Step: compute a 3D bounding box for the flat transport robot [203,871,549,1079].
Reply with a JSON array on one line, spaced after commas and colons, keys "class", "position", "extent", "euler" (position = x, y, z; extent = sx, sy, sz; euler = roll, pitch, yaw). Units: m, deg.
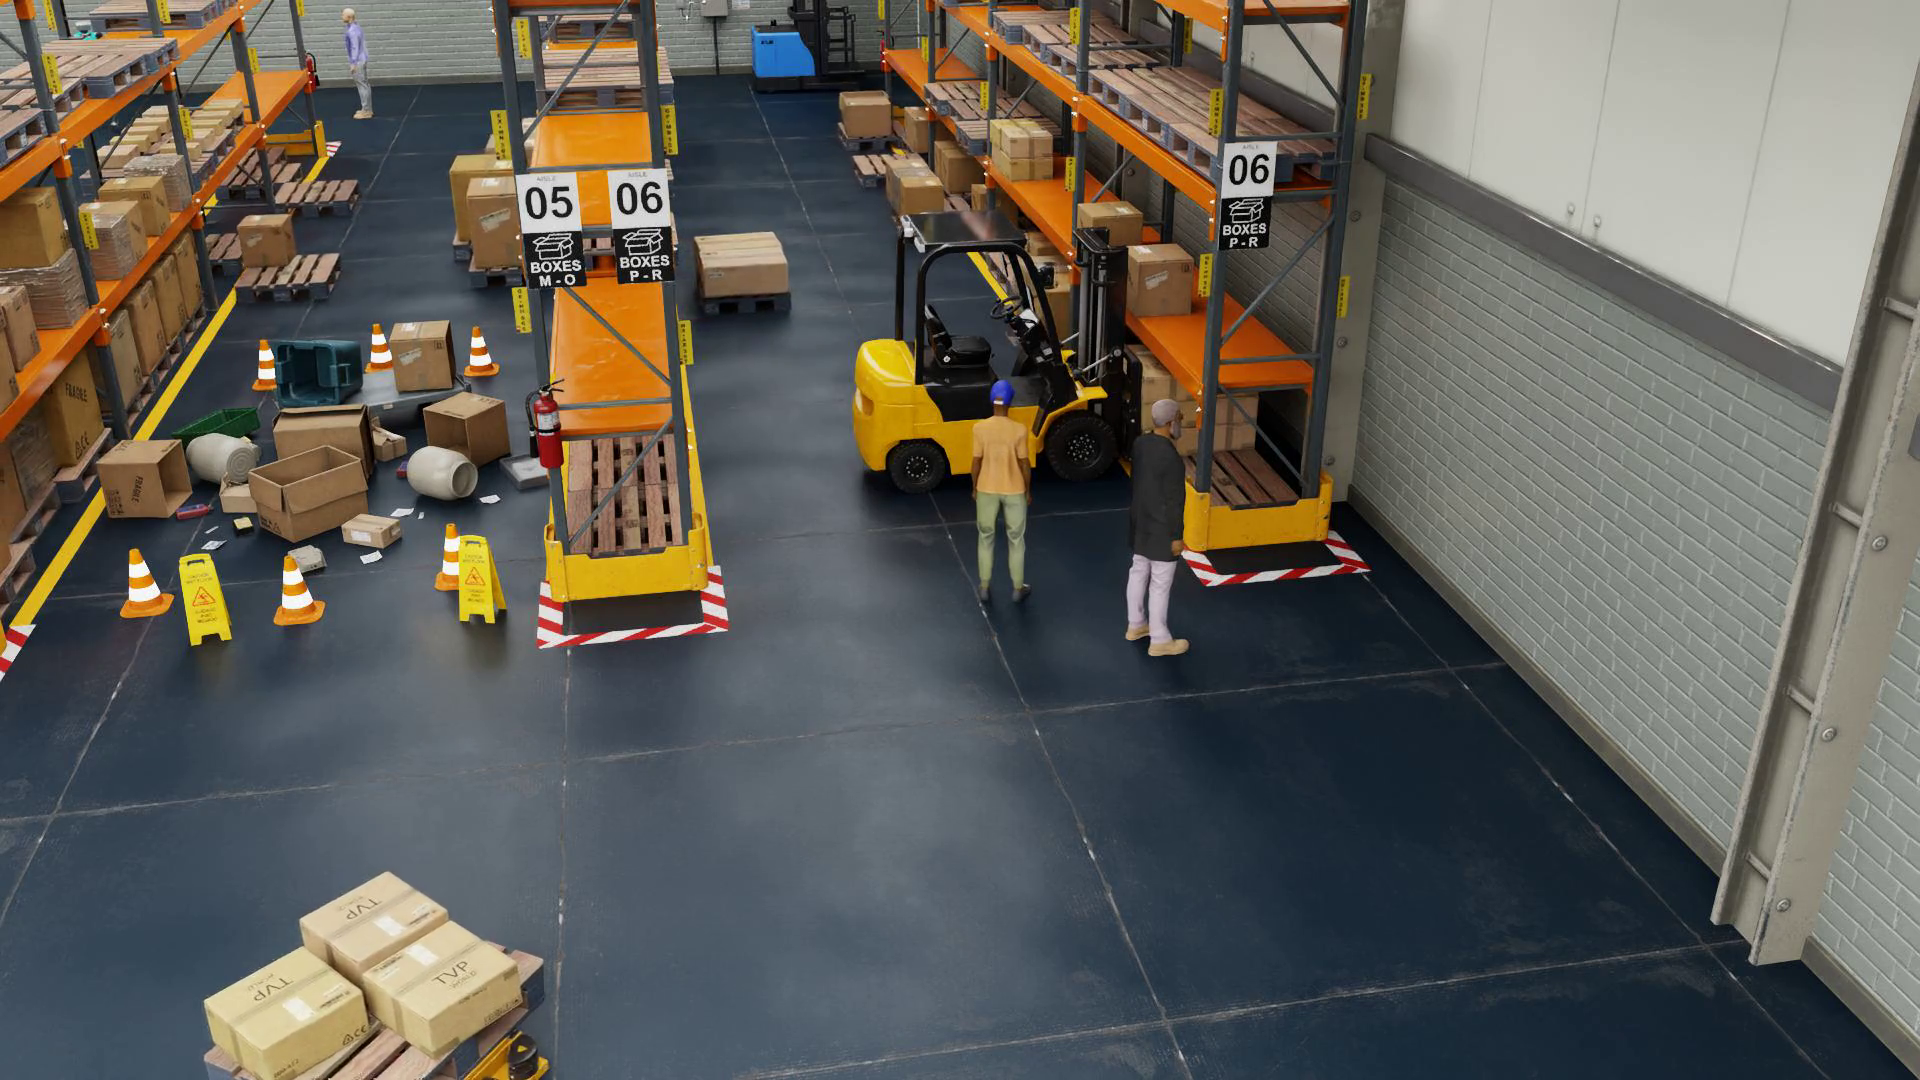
[{"class": "flat transport robot", "position": [-2.762, 2.480, 7.965], "extent": [1.431, 0.231, 0.659], "euler": [11, 28, 22]}]

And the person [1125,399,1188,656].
[{"class": "person", "position": [1.357, -0.091, 11.486], "extent": [0.410, 1.856, 0.533], "euler": [-13, 28, -25]}]

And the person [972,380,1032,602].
[{"class": "person", "position": [0.308, -0.359, 12.204], "extent": [0.448, 1.718, 0.357], "euler": [4, 26, 9]}]

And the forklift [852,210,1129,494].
[{"class": "forklift", "position": [0.216, -1.659, 14.366], "extent": [2.313, 2.155, 1.214], "euler": [-5, 26, -10]}]

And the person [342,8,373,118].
[{"class": "person", "position": [-10.192, -8.076, 28.181], "extent": [0.395, 1.799, 0.585], "euler": [-4, 26, -8]}]

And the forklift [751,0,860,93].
[{"class": "forklift", "position": [-2.872, -9.679, 30.288], "extent": [1.873, 2.768, 1.129], "euler": [-5, 26, -10]}]

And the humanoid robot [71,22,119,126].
[{"class": "humanoid robot", "position": [-14.065, -7.536, 27.141], "extent": [0.546, 1.728, 1.027], "euler": [-21, 32, -36]}]
